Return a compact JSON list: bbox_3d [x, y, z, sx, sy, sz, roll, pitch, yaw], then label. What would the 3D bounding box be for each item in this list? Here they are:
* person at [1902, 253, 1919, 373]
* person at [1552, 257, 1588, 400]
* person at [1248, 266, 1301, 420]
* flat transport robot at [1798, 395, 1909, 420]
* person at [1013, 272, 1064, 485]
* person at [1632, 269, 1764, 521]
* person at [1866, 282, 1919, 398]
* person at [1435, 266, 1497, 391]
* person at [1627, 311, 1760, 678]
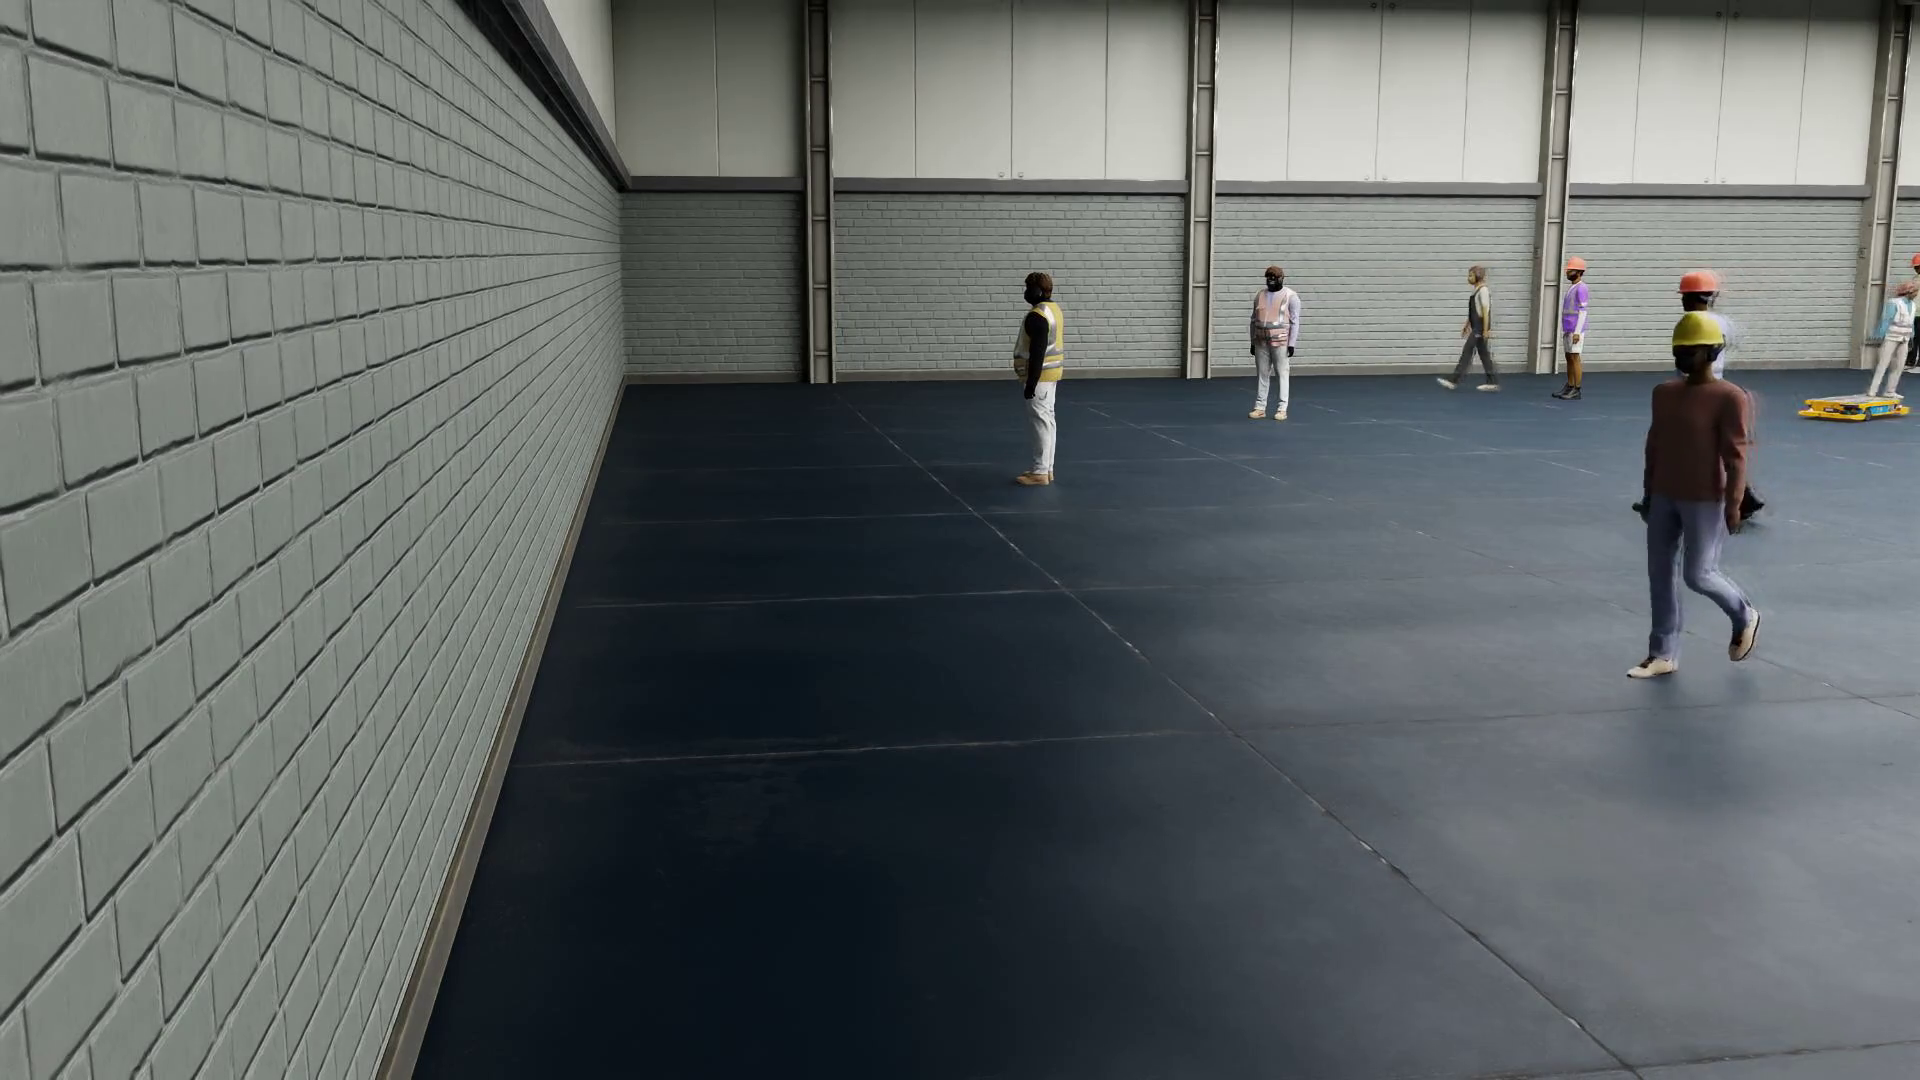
[{"bbox_3d":[15.976,-3.777,27.741,0.391,1.988,0.611,0,10,-2],"label":"person"},{"bbox_3d":[8.378,-2.890,22.764,0.344,1.942,0.551,0,10,2],"label":"person"},{"bbox_3d":[3.772,-2.375,20.090,0.627,1.844,0.429,7,12,37],"label":"person"},{"bbox_3d":[10.892,-1.619,20.253,1.431,0.197,0.652,-7,12,-36],"label":"flat transport robot"},{"bbox_3d":[0.677,-1.402,14.491,0.429,1.844,0.625,3,10,15],"label":"person"},{"bbox_3d":[5.628,-1.085,12.526,0.558,1.903,0.960,-7,12,-34],"label":"person"},{"bbox_3d":[12.802,-2.731,22.807,0.656,1.605,0.384,-4,11,-22],"label":"person"},{"bbox_3d":[7.384,-3.052,24.094,0.946,1.796,0.543,1,10,7],"label":"person"},{"bbox_3d":[3.503,-0.207,7.880,0.598,1.751,0.529,-4,11,-24],"label":"person"}]
